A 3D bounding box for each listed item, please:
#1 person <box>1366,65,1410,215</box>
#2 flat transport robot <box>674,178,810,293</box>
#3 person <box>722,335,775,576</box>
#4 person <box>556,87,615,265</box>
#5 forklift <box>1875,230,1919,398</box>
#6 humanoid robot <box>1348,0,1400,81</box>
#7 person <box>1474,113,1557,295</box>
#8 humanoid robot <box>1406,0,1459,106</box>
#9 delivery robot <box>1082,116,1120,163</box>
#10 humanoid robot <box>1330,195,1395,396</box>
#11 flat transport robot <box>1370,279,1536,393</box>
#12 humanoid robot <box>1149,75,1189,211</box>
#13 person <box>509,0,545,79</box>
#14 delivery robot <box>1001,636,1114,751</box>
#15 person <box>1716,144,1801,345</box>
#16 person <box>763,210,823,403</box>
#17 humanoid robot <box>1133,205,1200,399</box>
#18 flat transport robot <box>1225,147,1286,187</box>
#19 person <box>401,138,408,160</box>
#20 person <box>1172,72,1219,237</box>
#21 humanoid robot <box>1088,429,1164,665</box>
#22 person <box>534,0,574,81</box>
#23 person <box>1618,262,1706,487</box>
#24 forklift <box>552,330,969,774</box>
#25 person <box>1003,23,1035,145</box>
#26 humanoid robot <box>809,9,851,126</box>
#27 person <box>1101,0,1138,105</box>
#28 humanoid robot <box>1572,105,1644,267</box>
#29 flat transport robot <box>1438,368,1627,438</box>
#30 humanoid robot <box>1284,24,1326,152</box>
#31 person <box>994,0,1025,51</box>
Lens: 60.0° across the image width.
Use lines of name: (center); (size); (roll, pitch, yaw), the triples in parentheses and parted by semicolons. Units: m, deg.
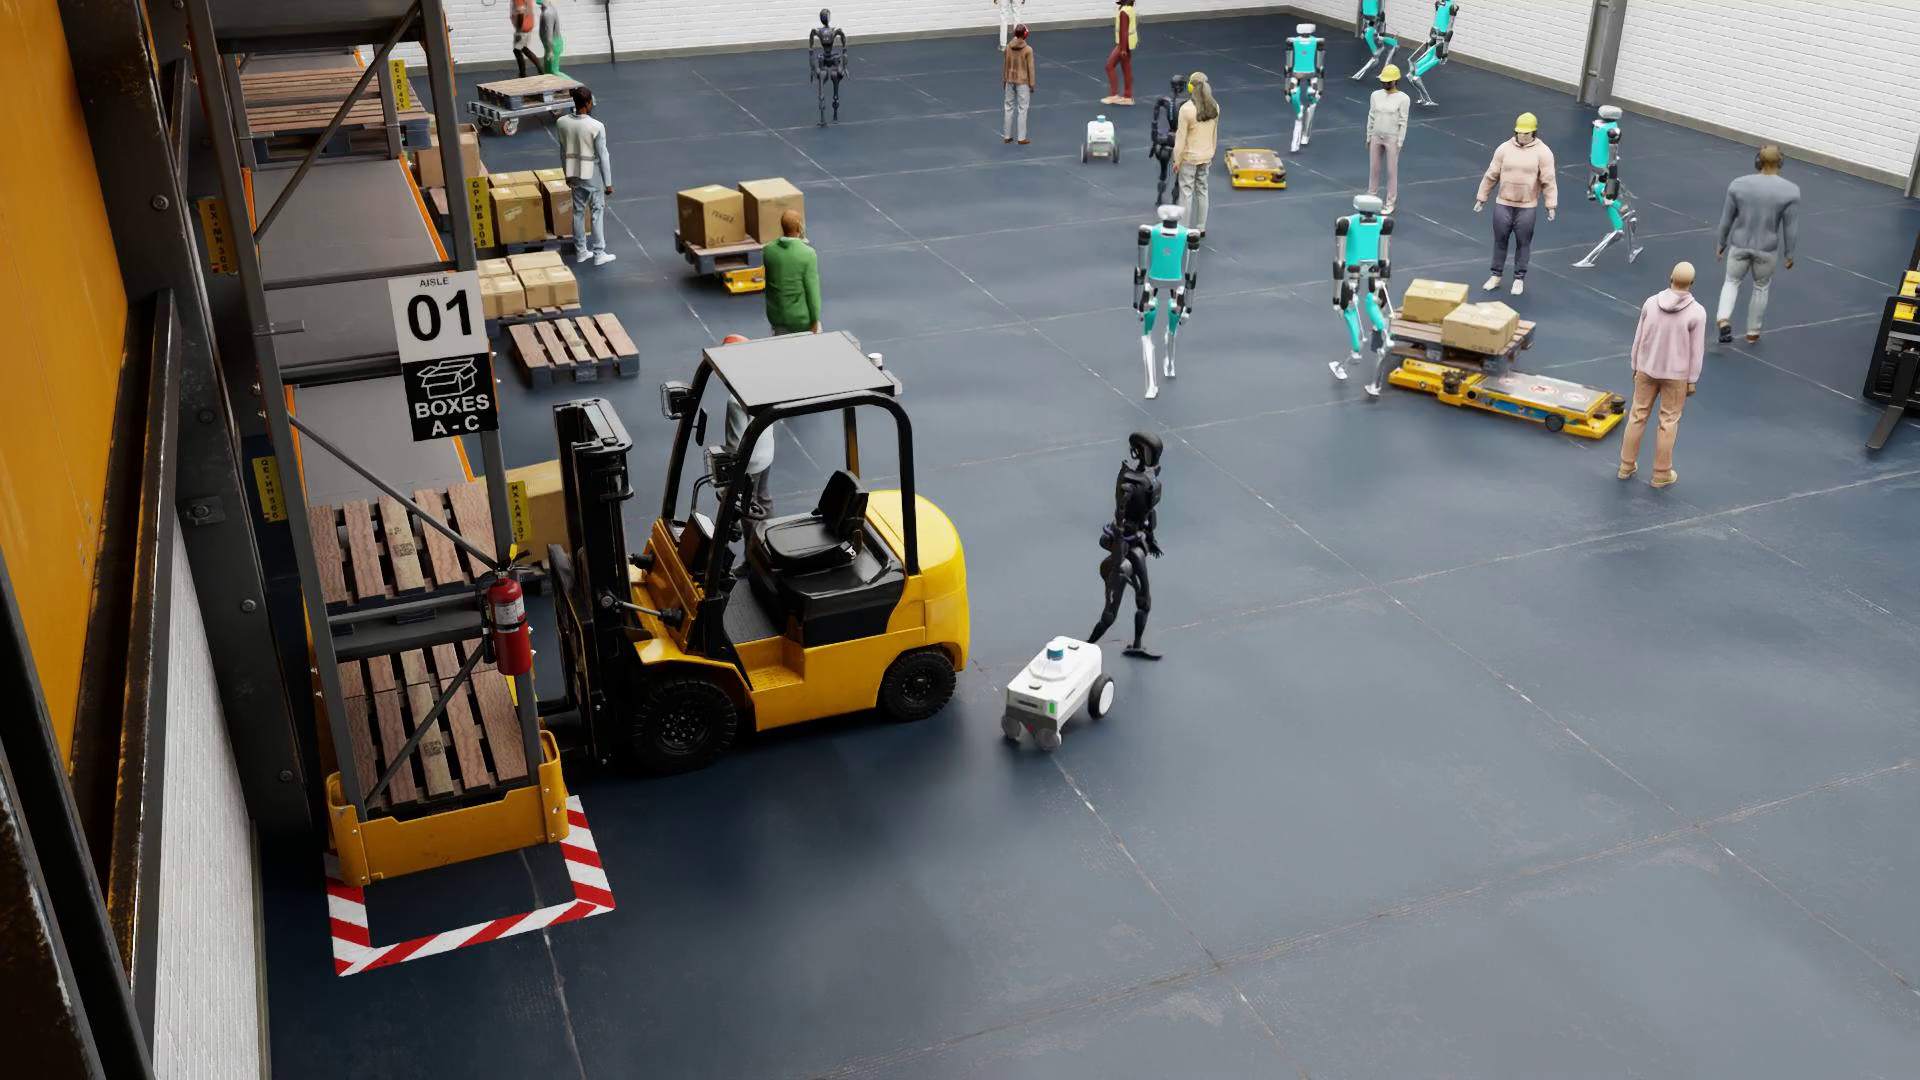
person: (5.065, -4.770, 19.818); (0.518, 1.759, 0.335); (23, 35, 38)
flat transport robot: (-2.348, -2.964, 17.883); (0.659, 0.231, 1.431); (-11, 29, -21)
person: (-1.477, -0.584, 11.509); (0.352, 1.742, 0.572); (7, 28, 15)
person: (-4.033, -3.921, 17.969); (0.597, 1.907, 0.413); (10, 28, 19)
forklift: (9.029, -2.397, 14.618); (1.214, 2.155, 2.313); (18, 32, 32)
humanoid robot: (6.700, -8.150, 26.552); (0.969, 1.739, 0.540); (-13, 29, -24)
person: (5.740, -3.478, 17.143); (0.814, 1.856, 0.436); (14, 30, 26)
humanoid robot: (6.955, -7.322, 24.768); (0.735, 1.677, 0.533); (-7, 27, -13)
delivery robot: (1.895, -5.395, 22.409); (0.499, 0.602, 0.801); (1, 27, 3)
humanoid robot: (3.574, -2.054, 14.450); (0.557, 1.713, 0.987); (-6, 27, -12)
flat transport robot: (4.512, -1.672, 15.313); (0.659, 0.231, 1.431); (17, 31, 30)
humanoid robot: (2.530, -4.662, 19.688); (0.612, 1.649, 0.303); (11, 29, 22)
person: (-6.928, -8.169, 26.395); (0.653, 1.923, 0.684); (0, 27, 1)
delivery robot: (0.572, 0.879, 9.938); (0.510, 0.611, 0.782); (14, 30, 26)
person: (7.449, -2.730, 15.592); (0.703, 1.916, 0.715); (17, 32, 31)
person: (-1.410, -1.946, 14.185); (0.554, 1.767, 0.478); (8, 28, 16)
humanoid robot: (1.808, -2.127, 14.633); (0.550, 1.827, 0.887); (4, 27, 9)
flat transport robot: (3.831, -4.840, 21.614); (0.659, 0.231, 1.431); (2, 27, 3)
person: (-6.150, -3.963, 18.121); (0.413, 1.843, 0.502); (-20, 33, -34)
person: (2.670, -4.336, 18.841); (0.559, 1.869, 0.411); (-15, 30, -27)
humanoid robot: (1.010, 0.045, 10.365); (0.483, 1.648, 0.596); (14, 30, 26)
person: (-6.111, -7.498, 25.180); (0.711, 1.825, 0.555); (-3, 27, -6)
person: (5.421, -1.269, 12.824); (0.531, 1.784, 0.400); (21, 34, 36)
forklift: (-1.094, 0.010, 9.831); (2.313, 2.155, 1.214); (-10, 28, -20)
person: (0.804, -6.291, 22.969); (0.478, 1.640, 0.341); (12, 29, 22)
humanoid robot: (-1.874, -6.791, 23.944); (0.590, 1.641, 0.640); (0, 27, 0)
person: (2.392, -7.500, 25.250); (0.605, 1.754, 0.506); (7, 27, 13)
humanoid robot: (7.186, -3.785, 17.905); (0.955, 1.765, 0.541); (-3, 27, -5)
flat transport robot: (4.957, -1.218, 14.409); (1.431, 0.231, 0.659); (20, 33, 34)
humanoid robot: (4.701, -6.181, 22.704); (0.539, 1.758, 1.028); (7, 28, 14)
person: (0.875, -9.567, 29.219); (0.583, 1.882, 0.345); (-5, 27, -10)
